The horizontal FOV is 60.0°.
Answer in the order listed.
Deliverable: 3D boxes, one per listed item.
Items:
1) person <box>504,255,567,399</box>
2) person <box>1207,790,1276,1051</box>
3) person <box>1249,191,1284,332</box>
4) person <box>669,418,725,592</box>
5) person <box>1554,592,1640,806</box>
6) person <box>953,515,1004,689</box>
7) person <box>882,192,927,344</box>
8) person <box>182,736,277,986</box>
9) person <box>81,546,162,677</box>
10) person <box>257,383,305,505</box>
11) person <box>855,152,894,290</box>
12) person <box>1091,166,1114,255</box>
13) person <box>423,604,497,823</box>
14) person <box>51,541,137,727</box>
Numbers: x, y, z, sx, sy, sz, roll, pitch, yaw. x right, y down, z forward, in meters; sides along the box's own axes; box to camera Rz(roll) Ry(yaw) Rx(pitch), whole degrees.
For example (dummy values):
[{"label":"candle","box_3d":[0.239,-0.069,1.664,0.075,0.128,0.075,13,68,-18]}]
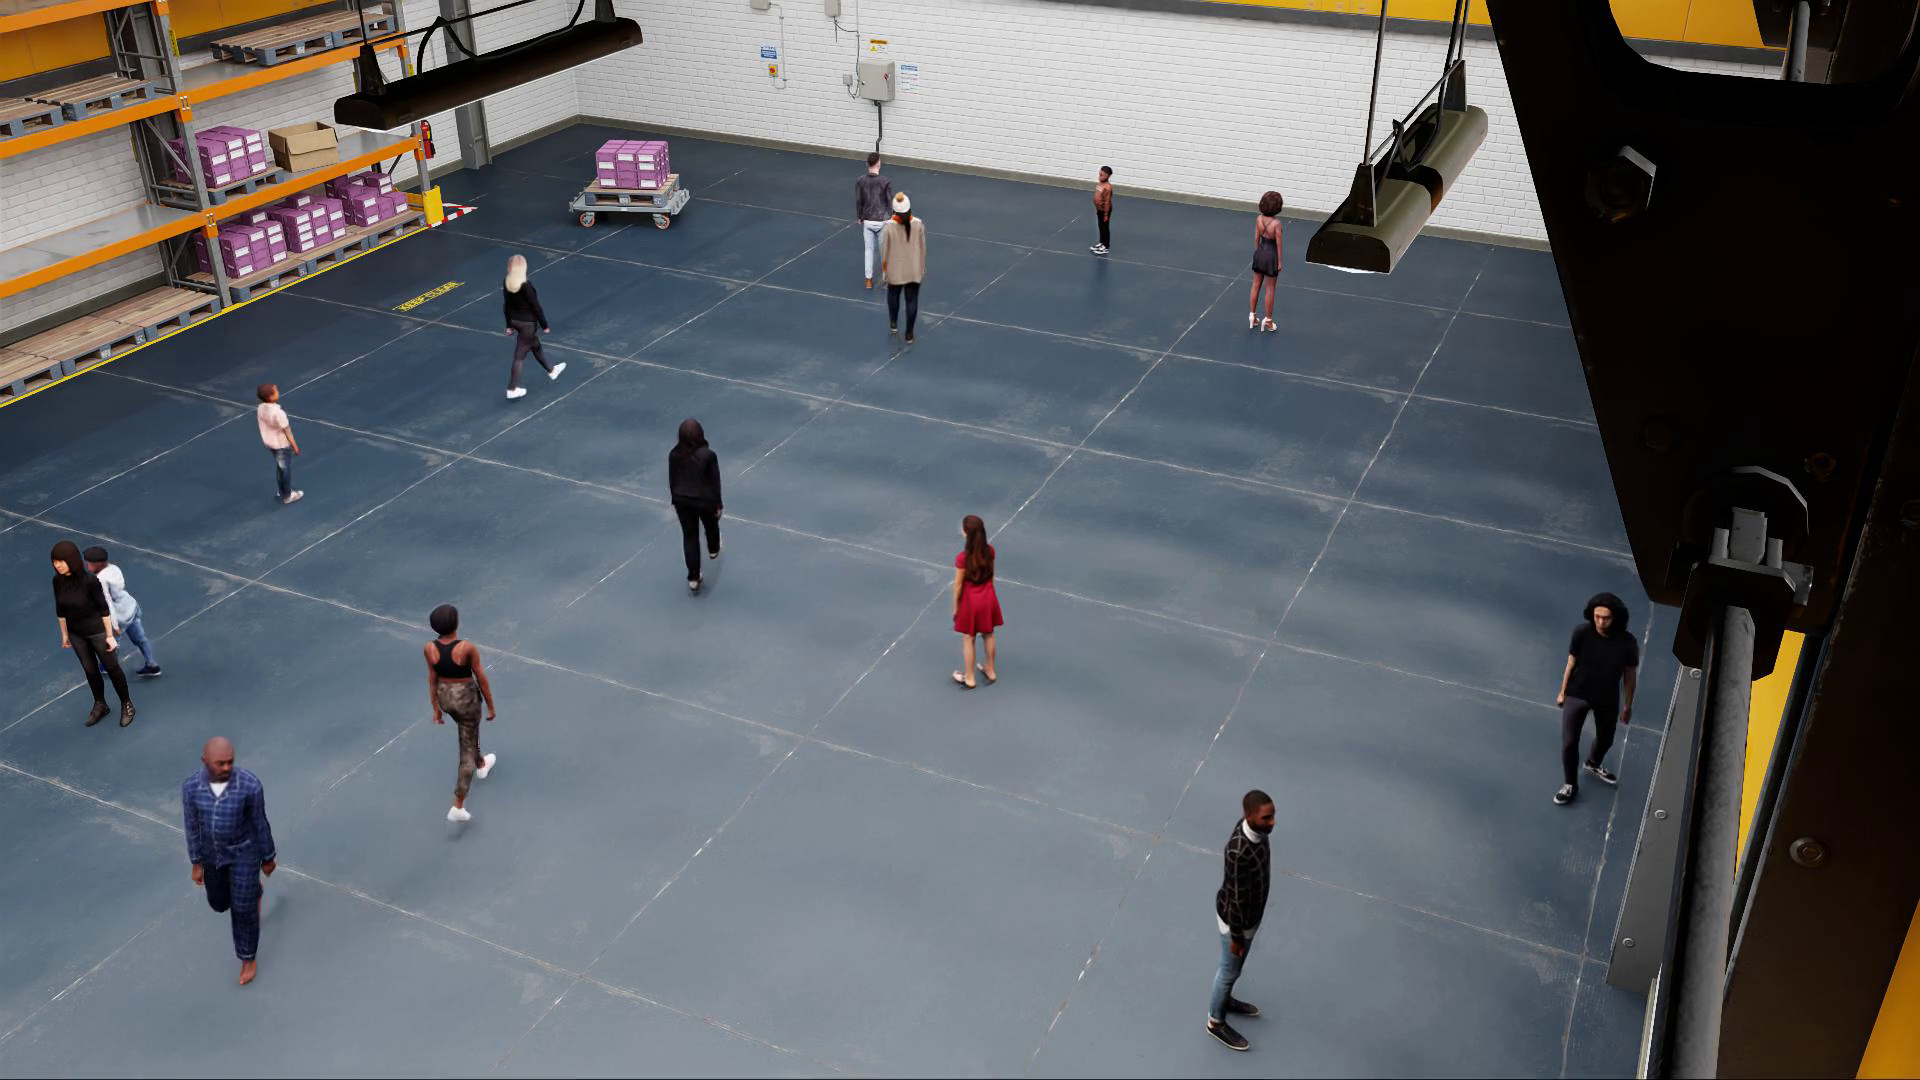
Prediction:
[{"label":"person","box_3d":[-5.046,-2.388,18.996,0.780,1.637,1.189,19,34,31]},{"label":"person","box_3d":[1.717,2.284,10.240,0.718,1.820,0.482,12,31,21]},{"label":"person","box_3d":[3.846,-3.495,20.867,0.642,1.790,0.627,-24,37,-37]},{"label":"person","box_3d":[-2.429,-0.298,15.236,0.941,1.569,1.210,1,29,3]},{"label":"person","box_3d":[4.737,1.144,12.356,0.725,1.794,0.793,8,30,14]},{"label":"person","box_3d":[0.133,0.500,13.795,0.678,1.548,0.739,-16,32,-27]},{"label":"person","box_3d":[-0.699,-3.340,20.499,0.913,1.869,1.047,1,29,1]},{"label":"person","box_3d":[-4.721,1.988,10.821,0.964,1.783,1.106,0,29,0]},{"label":"person","box_3d":[-6.963,0.620,13.909,0.717,1.226,0.825,2,29,3]},{"label":"person","box_3d":[-6.913,-0.955,16.717,0.556,1.304,0.513,17,33,28]},{"label":"person","box_3d":[-1.123,-4.253,22.208,0.721,1.835,0.668,3,29,6]},{"label":"person","box_3d":[2.058,-4.711,23.653,0.646,1.255,0.581,-9,30,-16]},{"label":"person","box_3d":[-3.704,1.284,12.242,0.857,1.659,1.242,3,29,6]},{"label":"person","box_3d":[-6.941,0.731,13.273,0.649,1.642,0.620,2,29,3]}]
